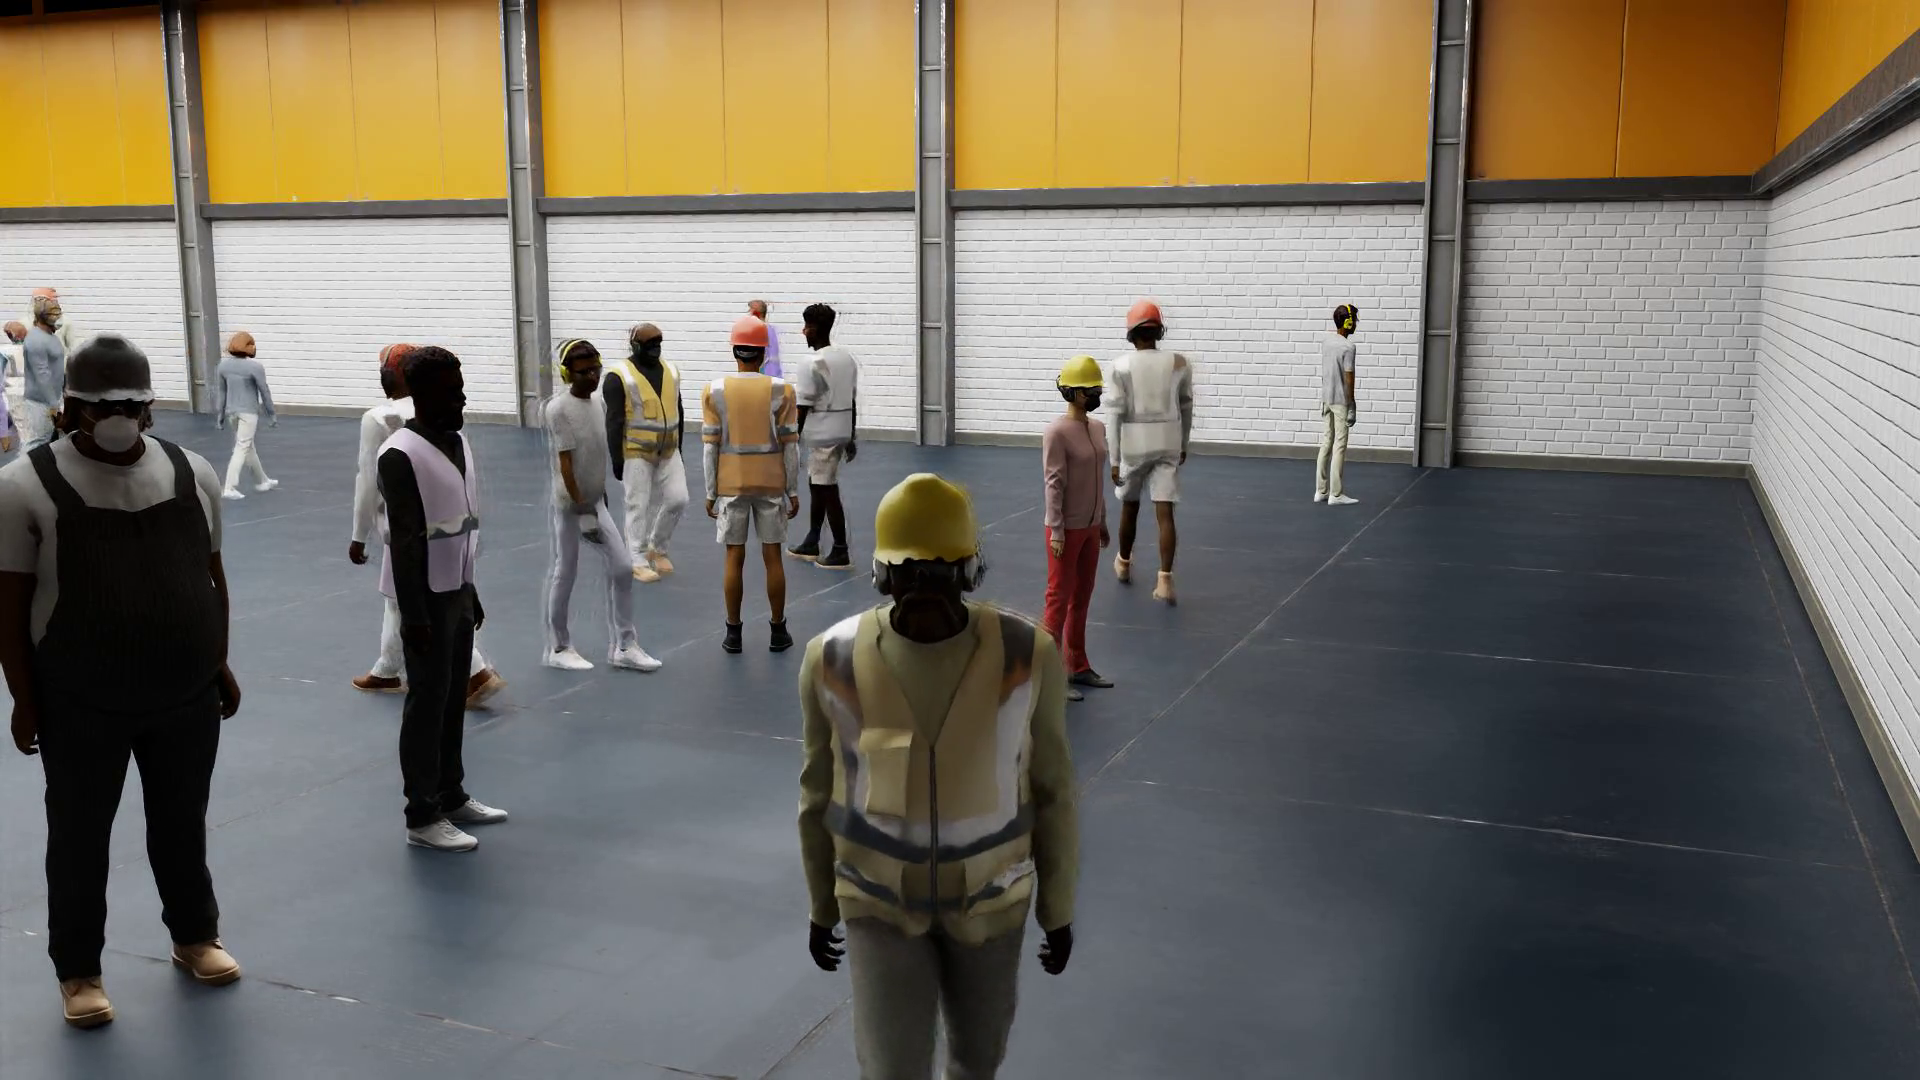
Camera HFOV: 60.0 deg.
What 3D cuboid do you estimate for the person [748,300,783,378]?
[{"bbox_3d":[-2.313,-1.833,19.075,0.551,1.825,0.606,3,10,16],"label":"person"}]

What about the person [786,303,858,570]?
[{"bbox_3d":[-1.104,-0.756,12.213,0.790,1.938,0.634,5,11,27],"label":"person"}]

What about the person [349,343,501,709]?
[{"bbox_3d":[-2.728,-0.070,8.409,0.991,1.838,0.589,4,10,23],"label":"person"}]

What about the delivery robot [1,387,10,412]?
[{"bbox_3d":[-13.108,-1.851,22.768,0.707,0.478,0.477,3,10,19],"label":"delivery robot"}]

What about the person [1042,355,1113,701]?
[{"bbox_3d":[0.615,-0.069,8.591,0.315,1.769,0.525,6,11,34],"label":"person"}]

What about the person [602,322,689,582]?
[{"bbox_3d":[-2.188,-0.610,11.685,0.661,1.823,0.457,-9,13,-44],"label":"person"}]

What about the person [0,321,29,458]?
[{"bbox_3d":[-10.387,-1.596,18.338,0.760,1.605,0.545,7,11,35],"label":"person"}]

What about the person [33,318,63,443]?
[{"bbox_3d":[-10.689,-1.814,19.413,0.480,1.679,0.543,-4,10,-24],"label":"person"}]

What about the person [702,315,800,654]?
[{"bbox_3d":[-1.194,-0.312,9.544,0.552,1.937,0.356,-1,9,-6],"label":"person"}]

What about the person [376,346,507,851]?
[{"bbox_3d":[-2.014,0.217,6.393,0.380,1.918,0.596,1,9,5],"label":"person"}]

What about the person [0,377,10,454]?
[{"bbox_3d":[-7.835,-0.851,13.015,0.637,1.876,1.041,1,9,6],"label":"person"}]

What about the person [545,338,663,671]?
[{"bbox_3d":[-1.964,-0.163,8.975,0.815,1.825,0.523,5,10,26],"label":"person"}]

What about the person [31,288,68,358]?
[{"bbox_3d":[-12.943,-2.645,23.777,0.409,1.909,0.641,0,9,3],"label":"person"}]

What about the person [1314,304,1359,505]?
[{"bbox_3d":[3.530,-1.254,15.506,0.319,1.861,0.511,-4,10,-22],"label":"person"}]

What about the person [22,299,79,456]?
[{"bbox_3d":[-8.381,-1.289,15.550,0.917,1.901,0.661,-2,10,-12],"label":"person"}]

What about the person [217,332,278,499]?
[{"bbox_3d":[-6.875,-1.204,16.015,0.518,1.583,0.885,3,10,15],"label":"person"}]

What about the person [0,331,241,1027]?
[{"bbox_3d":[-2.460,0.395,4.949,0.536,2.000,0.688,8,13,41],"label":"person"}]

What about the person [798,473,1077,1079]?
[{"bbox_3d":[-0.052,0.732,3.632,0.597,1.801,0.848,0,9,-2],"label":"person"}]

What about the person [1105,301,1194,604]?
[{"bbox_3d":[1.267,-0.609,11.203,0.619,1.976,1.078,0,9,-2],"label":"person"}]

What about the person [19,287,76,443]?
[{"bbox_3d":[-11.040,-2.079,20.163,0.633,1.963,0.688,8,12,40],"label":"person"}]
